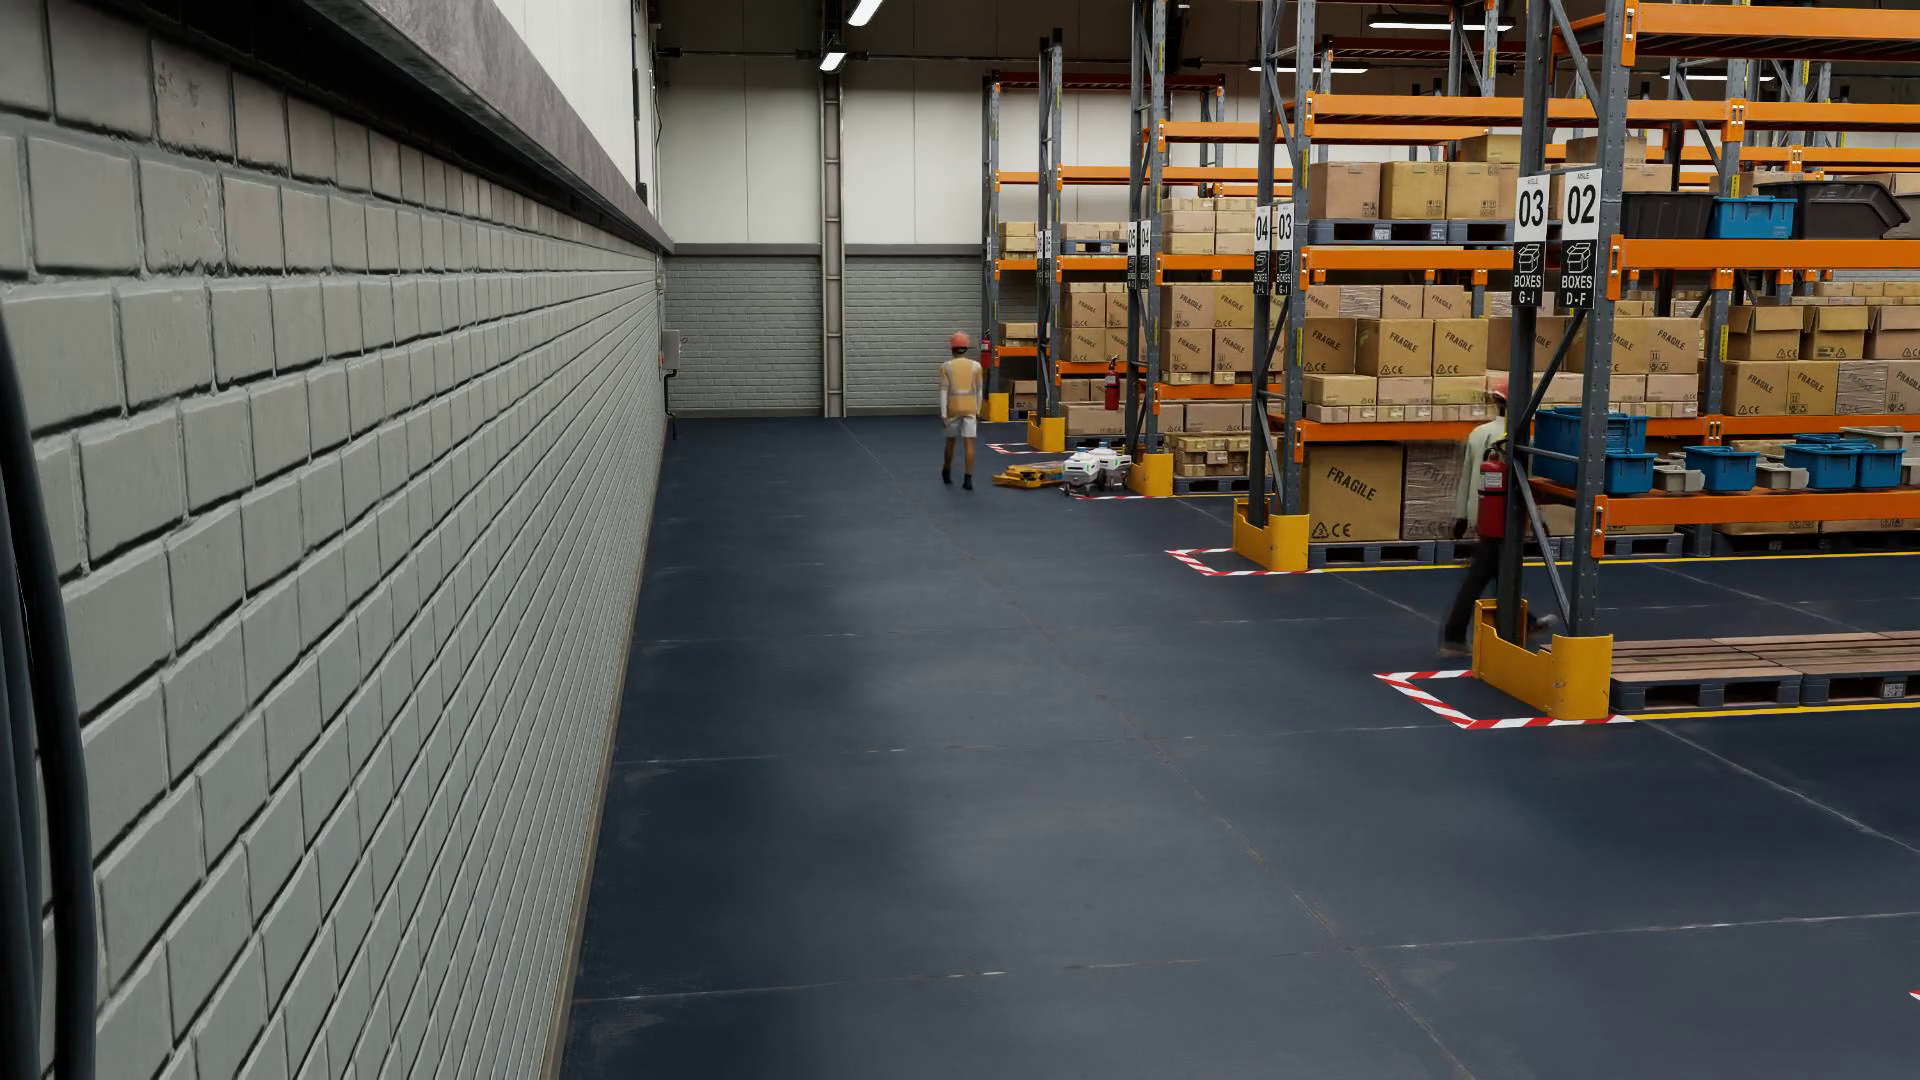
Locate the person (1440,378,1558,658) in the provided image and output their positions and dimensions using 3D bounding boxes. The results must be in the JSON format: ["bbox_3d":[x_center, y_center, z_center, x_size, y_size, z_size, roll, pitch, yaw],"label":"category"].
[{"bbox_3d":[3.761,-0.161,11.458,1.062,1.927,0.601,-3,10,-16],"label":"person"}]

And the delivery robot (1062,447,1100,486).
[{"bbox_3d":[1.439,-0.862,19.746,0.477,0.478,0.707,2,10,15],"label":"delivery robot"}]

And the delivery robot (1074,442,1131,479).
[{"bbox_3d":[1.740,-0.948,20.278,0.707,0.478,0.477,9,13,43],"label":"delivery robot"}]

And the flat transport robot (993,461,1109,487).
[{"bbox_3d":[1.158,-0.838,20.759,1.431,0.197,0.652,-7,12,-39],"label":"flat transport robot"}]

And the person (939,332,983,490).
[{"bbox_3d":[-0.001,-1.592,20.420,0.555,1.886,1.014,-1,9,-8],"label":"person"}]
